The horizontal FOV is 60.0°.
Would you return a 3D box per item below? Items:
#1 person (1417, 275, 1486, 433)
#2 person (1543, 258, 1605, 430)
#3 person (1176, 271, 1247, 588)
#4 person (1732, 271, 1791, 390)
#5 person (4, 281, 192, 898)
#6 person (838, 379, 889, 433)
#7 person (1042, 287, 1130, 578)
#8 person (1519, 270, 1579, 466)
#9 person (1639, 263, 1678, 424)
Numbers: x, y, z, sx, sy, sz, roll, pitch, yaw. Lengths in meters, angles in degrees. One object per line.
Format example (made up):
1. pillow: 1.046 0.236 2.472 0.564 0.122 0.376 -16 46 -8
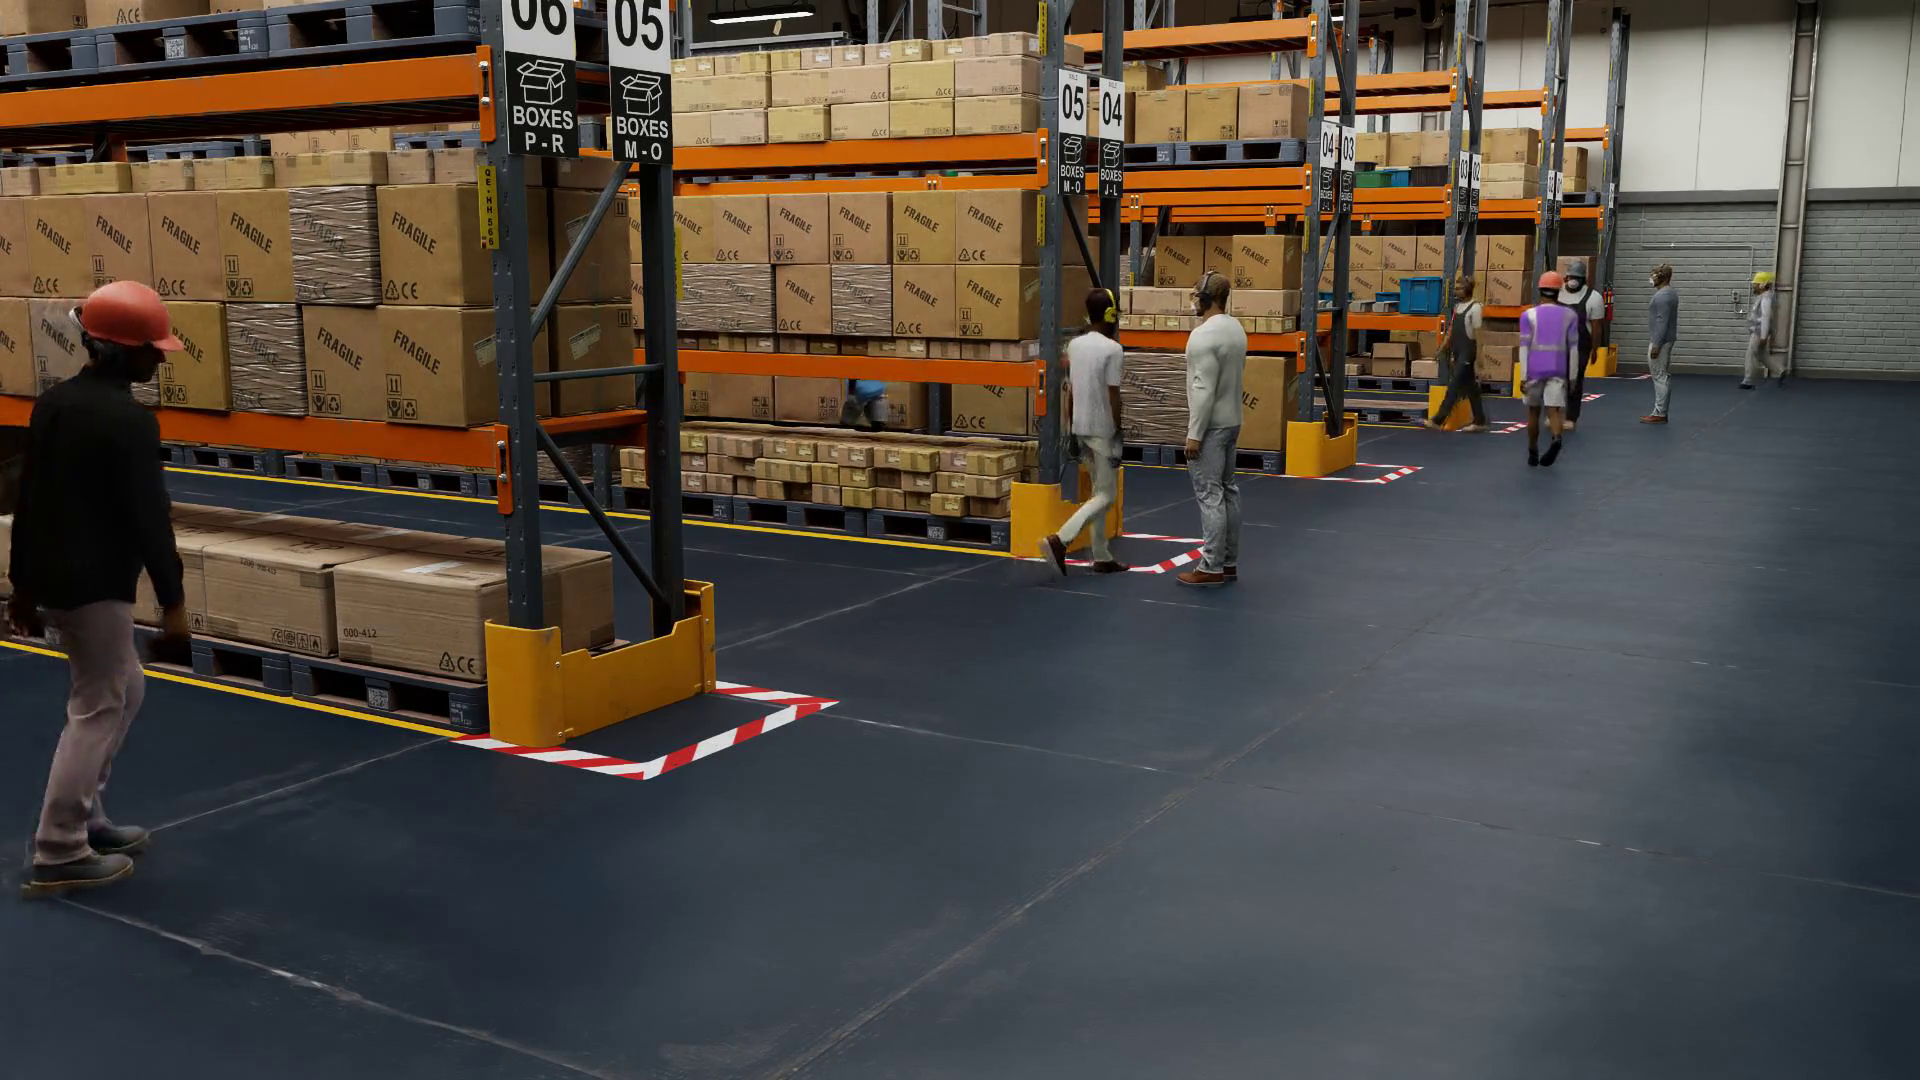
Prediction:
1. person: 5.674 -2.115 19.055 0.922 1.797 0.522 -1 10 -5
2. person: 7.098 -2.285 19.360 0.703 2.000 0.547 6 12 33
3. person: 1.555 -0.675 10.232 0.353 1.937 0.635 6 11 30
4. person: 12.171 -3.155 25.135 0.720 1.813 0.605 5 11 26
5. person: -2.762 0.157 5.325 0.639 1.946 0.613 8 13 40
6. person: -0.914 -1.309 14.768 0.877 1.643 0.552 6 12 33
7. person: 0.804 -0.656 10.445 0.695 1.843 0.531 -6 12 -33
8. person: 5.602 -1.610 15.833 0.556 1.907 0.845 2 10 13
9. person: 8.497 -2.374 20.181 0.353 1.937 0.635 6 11 30
